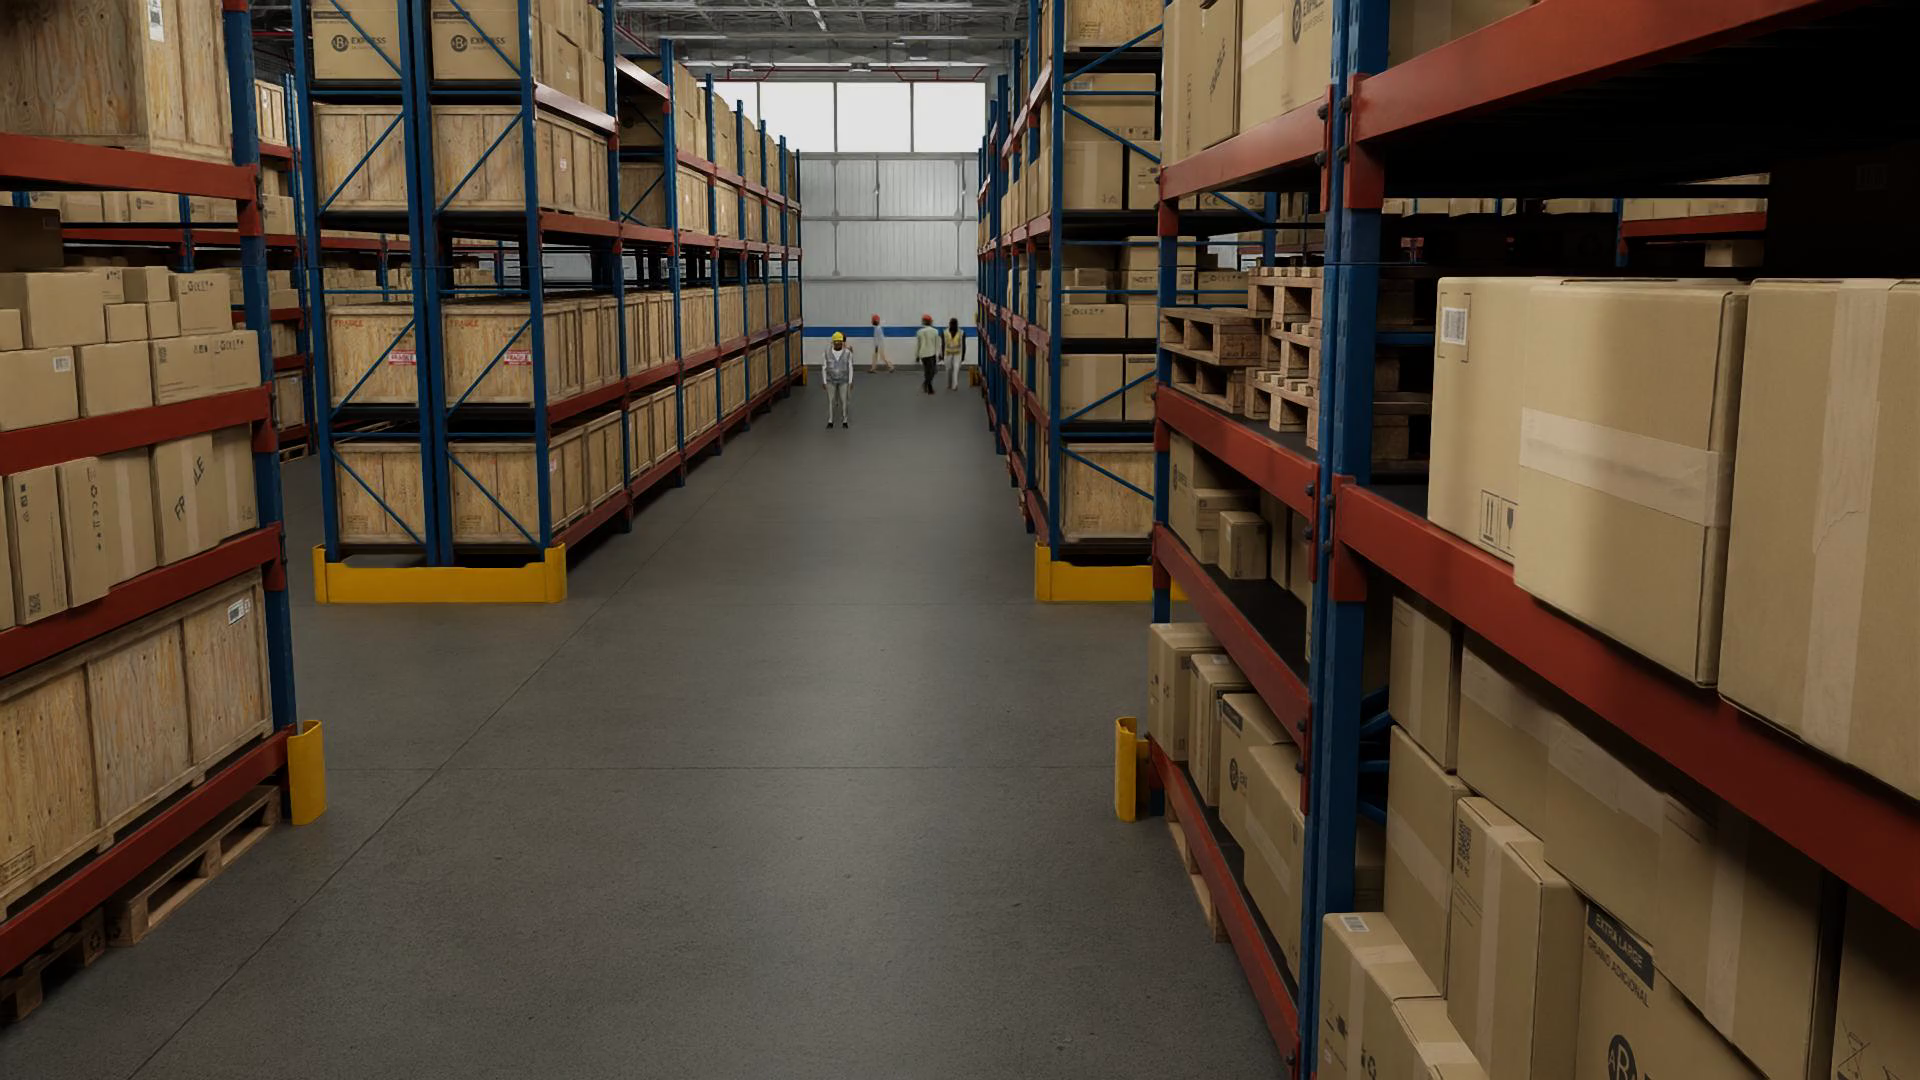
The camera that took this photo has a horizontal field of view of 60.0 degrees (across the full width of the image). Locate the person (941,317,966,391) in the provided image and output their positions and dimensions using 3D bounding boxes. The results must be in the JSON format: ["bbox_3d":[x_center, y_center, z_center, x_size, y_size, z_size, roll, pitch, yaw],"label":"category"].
[{"bbox_3d":[-0.161,-4.665,41.681,0.630,1.827,0.630,1,9,3],"label":"person"}]

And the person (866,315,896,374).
[{"bbox_3d":[-2.262,-5.623,47.895,0.864,1.716,0.565,-1,9,-3],"label":"person"}]

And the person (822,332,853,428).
[{"bbox_3d":[-2.330,-3.036,31.657,0.600,1.836,0.404,0,9,-2],"label":"person"}]

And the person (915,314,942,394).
[{"bbox_3d":[-0.796,-4.452,40.013,0.664,1.950,0.733,4,10,23],"label":"person"}]

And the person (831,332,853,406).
[{"bbox_3d":[-2.627,-3.786,36.878,0.514,1.636,0.314,1,9,5],"label":"person"}]
